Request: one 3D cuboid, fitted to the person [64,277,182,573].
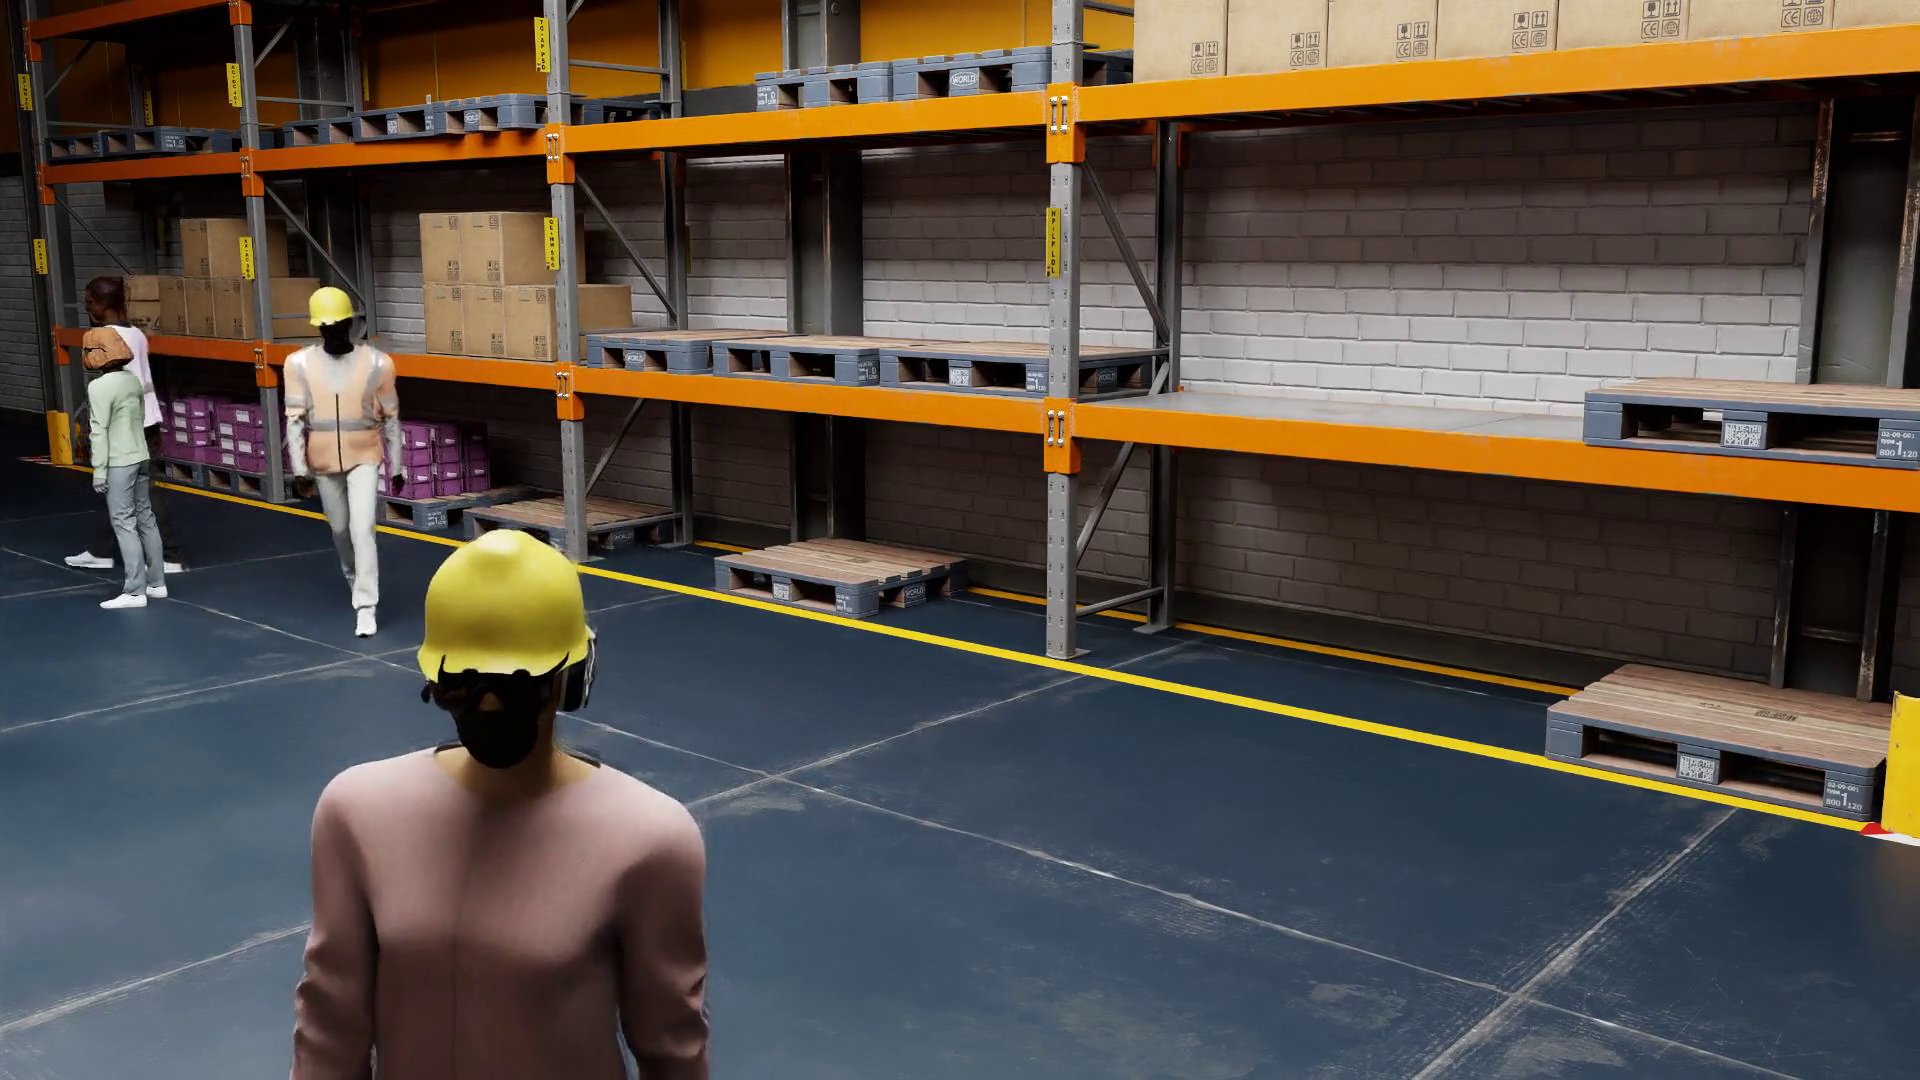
[{"bbox_3d":[-5.418,-0.702,10.533,0.878,1.885,0.598,-2,10,-10],"label":"person"}]

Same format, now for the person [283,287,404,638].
[{"bbox_3d":[-3.393,-0.463,9.202,0.586,1.876,0.978,-2,10,-9],"label":"person"}]

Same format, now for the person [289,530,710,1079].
[{"bbox_3d":[-0.594,0.824,2.246,0.529,1.735,0.828,1,10,8],"label":"person"}]

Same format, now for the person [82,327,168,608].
[{"bbox_3d":[-4.878,-0.421,9.667,0.288,1.626,0.497,0,10,0],"label":"person"}]
